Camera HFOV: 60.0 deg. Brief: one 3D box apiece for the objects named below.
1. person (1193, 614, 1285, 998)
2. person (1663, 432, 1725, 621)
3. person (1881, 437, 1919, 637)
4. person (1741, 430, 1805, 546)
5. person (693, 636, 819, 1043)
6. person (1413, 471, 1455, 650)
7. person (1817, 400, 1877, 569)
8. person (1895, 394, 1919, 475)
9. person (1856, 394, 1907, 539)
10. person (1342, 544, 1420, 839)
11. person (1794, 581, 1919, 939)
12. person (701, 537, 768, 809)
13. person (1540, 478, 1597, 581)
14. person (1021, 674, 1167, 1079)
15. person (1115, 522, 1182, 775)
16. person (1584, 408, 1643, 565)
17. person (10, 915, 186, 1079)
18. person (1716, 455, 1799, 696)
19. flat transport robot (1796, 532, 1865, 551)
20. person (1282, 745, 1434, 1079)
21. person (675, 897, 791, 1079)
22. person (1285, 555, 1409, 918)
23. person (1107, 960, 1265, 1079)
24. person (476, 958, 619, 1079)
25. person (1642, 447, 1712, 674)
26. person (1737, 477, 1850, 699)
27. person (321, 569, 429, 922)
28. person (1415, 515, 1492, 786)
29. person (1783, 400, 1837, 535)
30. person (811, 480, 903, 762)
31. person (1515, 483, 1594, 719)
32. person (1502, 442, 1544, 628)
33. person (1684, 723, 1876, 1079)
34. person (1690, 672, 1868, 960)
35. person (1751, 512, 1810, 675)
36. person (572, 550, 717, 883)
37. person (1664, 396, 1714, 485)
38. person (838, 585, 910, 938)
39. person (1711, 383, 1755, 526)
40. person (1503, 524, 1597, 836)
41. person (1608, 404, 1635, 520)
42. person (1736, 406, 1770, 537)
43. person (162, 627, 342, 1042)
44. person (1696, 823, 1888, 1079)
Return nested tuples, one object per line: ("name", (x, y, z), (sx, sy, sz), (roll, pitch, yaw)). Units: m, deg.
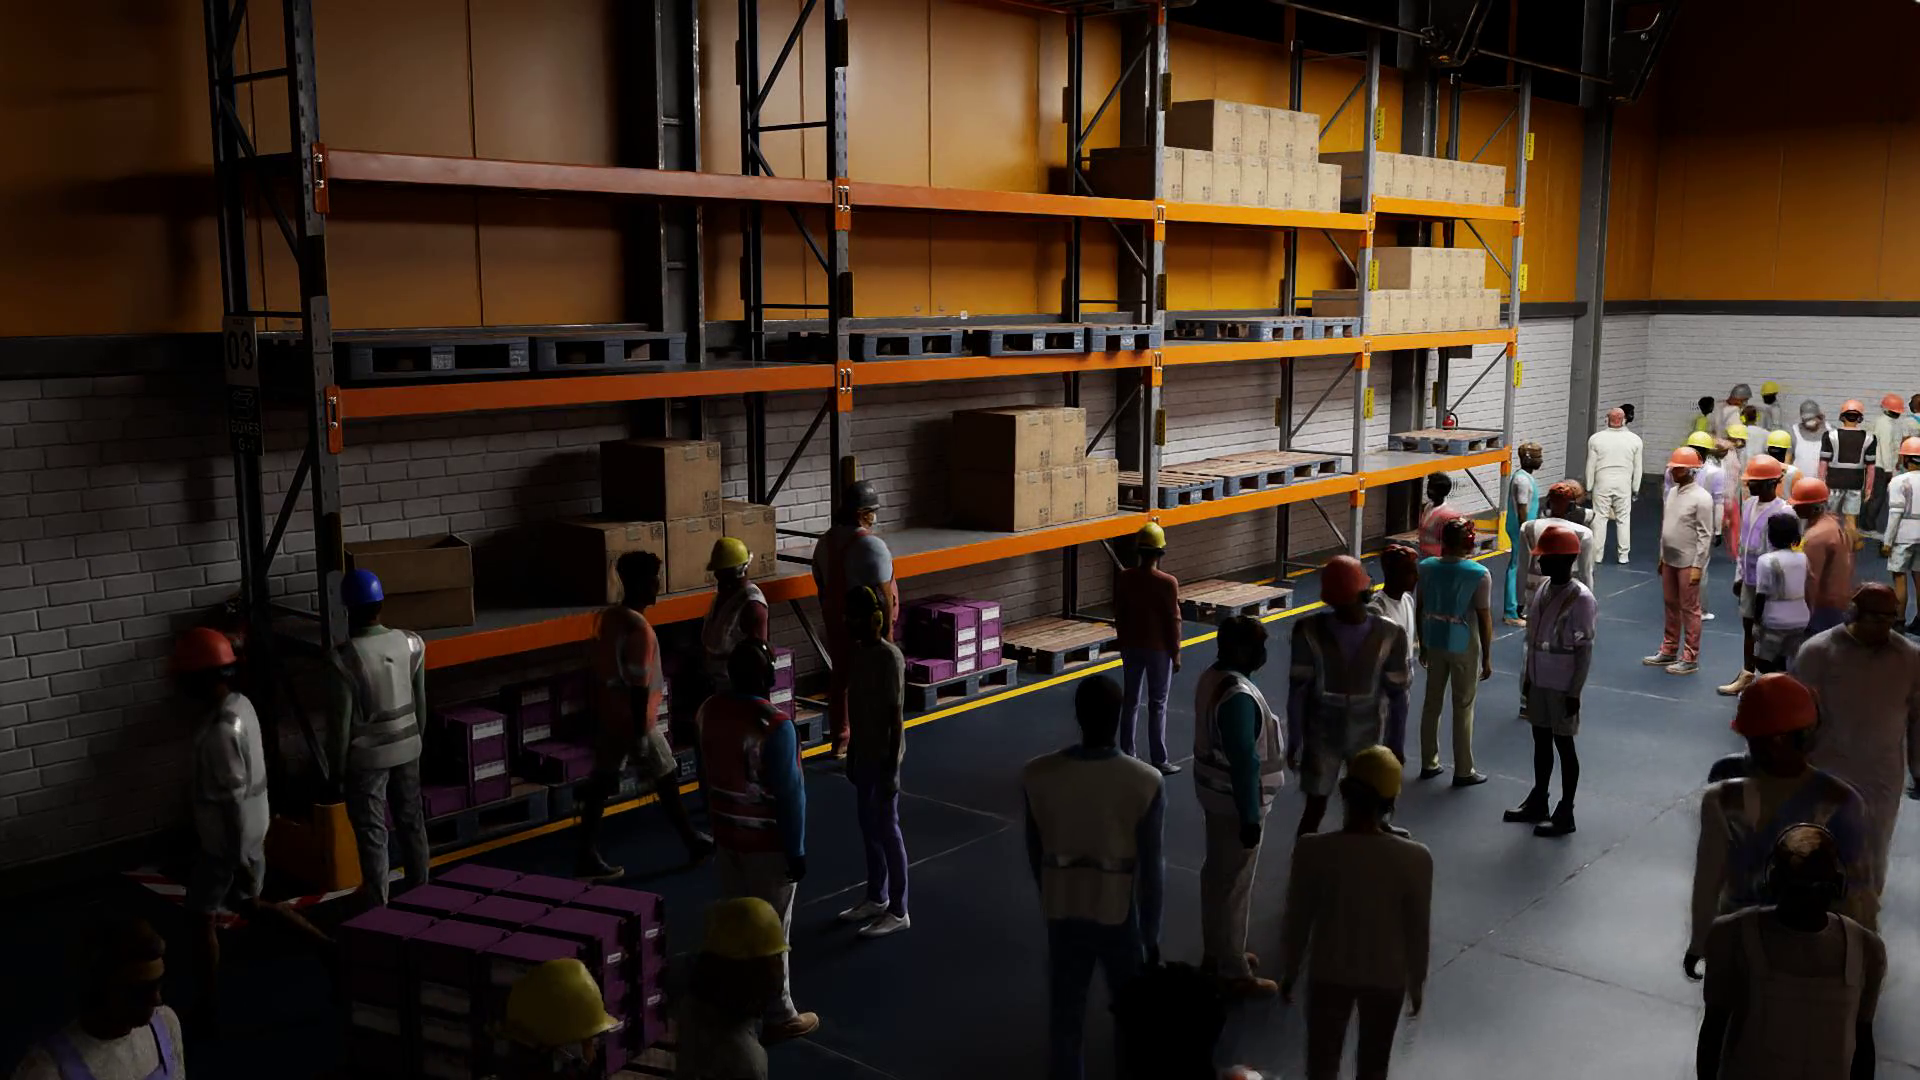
("person", (1.347, 1.266, 8.055), (0.429, 1.844, 0.627), (-1, 9, -4))
("person", (7.428, -0.137, 16.852), (0.584, 1.919, 0.381), (7, 11, 40))
("person", (9.160, -0.026, 16.079), (0.551, 1.935, 0.375), (-2, 9, -12))
("person", (8.270, -0.155, 16.941), (0.592, 1.926, 0.366), (8, 12, 40))
("person", (-0.913, 1.344, 7.543), (0.630, 1.846, 0.429), (8, 12, 40))
("person", (4.479, 0.189, 15.485), (0.594, 1.680, 0.548), (0, 9, -1))
("person", (10.584, -0.661, 19.902), (0.615, 2.028, 0.409), (2, 9, 15))
("person", (13.557, -1.153, 23.645), (0.506, 1.846, 0.344), (-2, 9, -11))
("person", (12.334, -0.992, 22.310), (0.448, 1.945, 0.788), (3, 9, 19))
("person", (2.561, 0.950, 10.020), (0.364, 1.873, 0.593), (7, 11, 38))
("person", (4.671, 1.149, 8.637), (0.660, 1.890, 0.493), (1, 9, 9))
("person", (-1.441, 0.880, 10.595), (0.404, 1.827, 0.586), (-5, 10, -31))
("person", (5.580, 0.244, 15.350), (0.523, 1.624, 0.392), (2, 9, 10))
("person", (0.542, 1.470, 6.660), (0.586, 1.870, 0.947), (2, 9, 14))
("person", (1.315, 0.757, 11.569), (0.530, 1.772, 0.300), (8, 12, 40))
("person", (7.928, -0.653, 20.220), (0.649, 1.906, 0.401), (2, 9, 13))
("person", (-2.182, 1.854, 4.325), (0.535, 1.821, 0.536), (2, 9, 13))
("person", (6.494, 0.322, 13.511), (0.395, 2.039, 0.607), (-1, 9, -8))
("flat transport robot", (10.856, 0.033, 21.051), (1.431, 0.197, 0.652), (-8, 12, -43))
("person", (1.465, 1.615, 6.175), (0.532, 1.732, 0.777), (2, 9, 11))
("person", (-0.680, 1.854, 4.660), (0.467, 1.718, 0.513), (-3, 9, -19))
("person", (2.067, 1.057, 8.894), (0.657, 2.012, 0.492), (1, 9, 7))
("person", (0.549, 1.886, 3.896), (1.027, 1.898, 0.614), (6, 11, 36))
("person", (-1.096, 1.926, 4.003), (0.686, 1.791, 0.607), (-8, 12, -43))
("person", (6.319, 0.180, 14.605), (0.407, 1.987, 0.636), (-1, 9, -9))
("person", (6.646, 0.477, 12.858), (1.006, 1.923, 0.627), (5, 10, 32))
("person", (-3.048, 1.117, 8.684), (0.402, 1.943, 0.605), (6, 11, 34))
("person", (3.351, 0.755, 11.334), (0.390, 1.846, 0.565), (-8, 12, -43))
("person", (10.568, -0.796, 20.708), (0.711, 2.000, 0.834), (3, 9, 17))
("person", (-0.685, 0.582, 11.822), (0.687, 2.000, 0.538), (8, 12, 40))
("person", (4.617, 0.489, 12.965), (0.582, 1.877, 0.351), (6, 11, 35))
("person", (5.612, -0.059, 16.586), (0.339, 1.845, 0.507), (3, 9, 16))
("person", (3.081, 1.527, 6.260), (0.617, 1.885, 0.373), (4, 10, 22))
("person", (3.115, 1.460, 6.283), (0.814, 2.015, 0.643), (-5, 10, -29))
("person", (6.300, 0.636, 12.634), (0.556, 1.673, 0.522), (-4, 10, -24))
("person", (-1.813, 0.996, 9.543), (0.990, 1.911, 0.630), (-6, 11, -34))
("person", (11.429, -1.425, 25.937), (0.656, 1.673, 0.541), (4, 10, 23))
("person", (-0.455, 1.152, 8.747), (0.328, 1.861, 0.501), (-6, 11, -34))
("person", (10.887, -1.200, 23.318), (0.537, 2.000, 0.700), (-2, 9, -14))
("person", (3.679, 0.864, 10.334), (0.359, 1.939, 0.542), (-3, 9, -16))
("person", (9.528, -1.126, 24.003), (0.321, 1.685, 0.547), (4, 10, 23))
("person", (10.342, -0.851, 21.807), (0.566, 1.806, 1.004), (1, 9, 9))
("person", (-3.225, 1.318, 7.547), (0.851, 1.904, 0.535), (-2, 9, -12))
("person", (2.477, 1.738, 4.995), (0.506, 1.846, 0.344), (1, 9, 9))
